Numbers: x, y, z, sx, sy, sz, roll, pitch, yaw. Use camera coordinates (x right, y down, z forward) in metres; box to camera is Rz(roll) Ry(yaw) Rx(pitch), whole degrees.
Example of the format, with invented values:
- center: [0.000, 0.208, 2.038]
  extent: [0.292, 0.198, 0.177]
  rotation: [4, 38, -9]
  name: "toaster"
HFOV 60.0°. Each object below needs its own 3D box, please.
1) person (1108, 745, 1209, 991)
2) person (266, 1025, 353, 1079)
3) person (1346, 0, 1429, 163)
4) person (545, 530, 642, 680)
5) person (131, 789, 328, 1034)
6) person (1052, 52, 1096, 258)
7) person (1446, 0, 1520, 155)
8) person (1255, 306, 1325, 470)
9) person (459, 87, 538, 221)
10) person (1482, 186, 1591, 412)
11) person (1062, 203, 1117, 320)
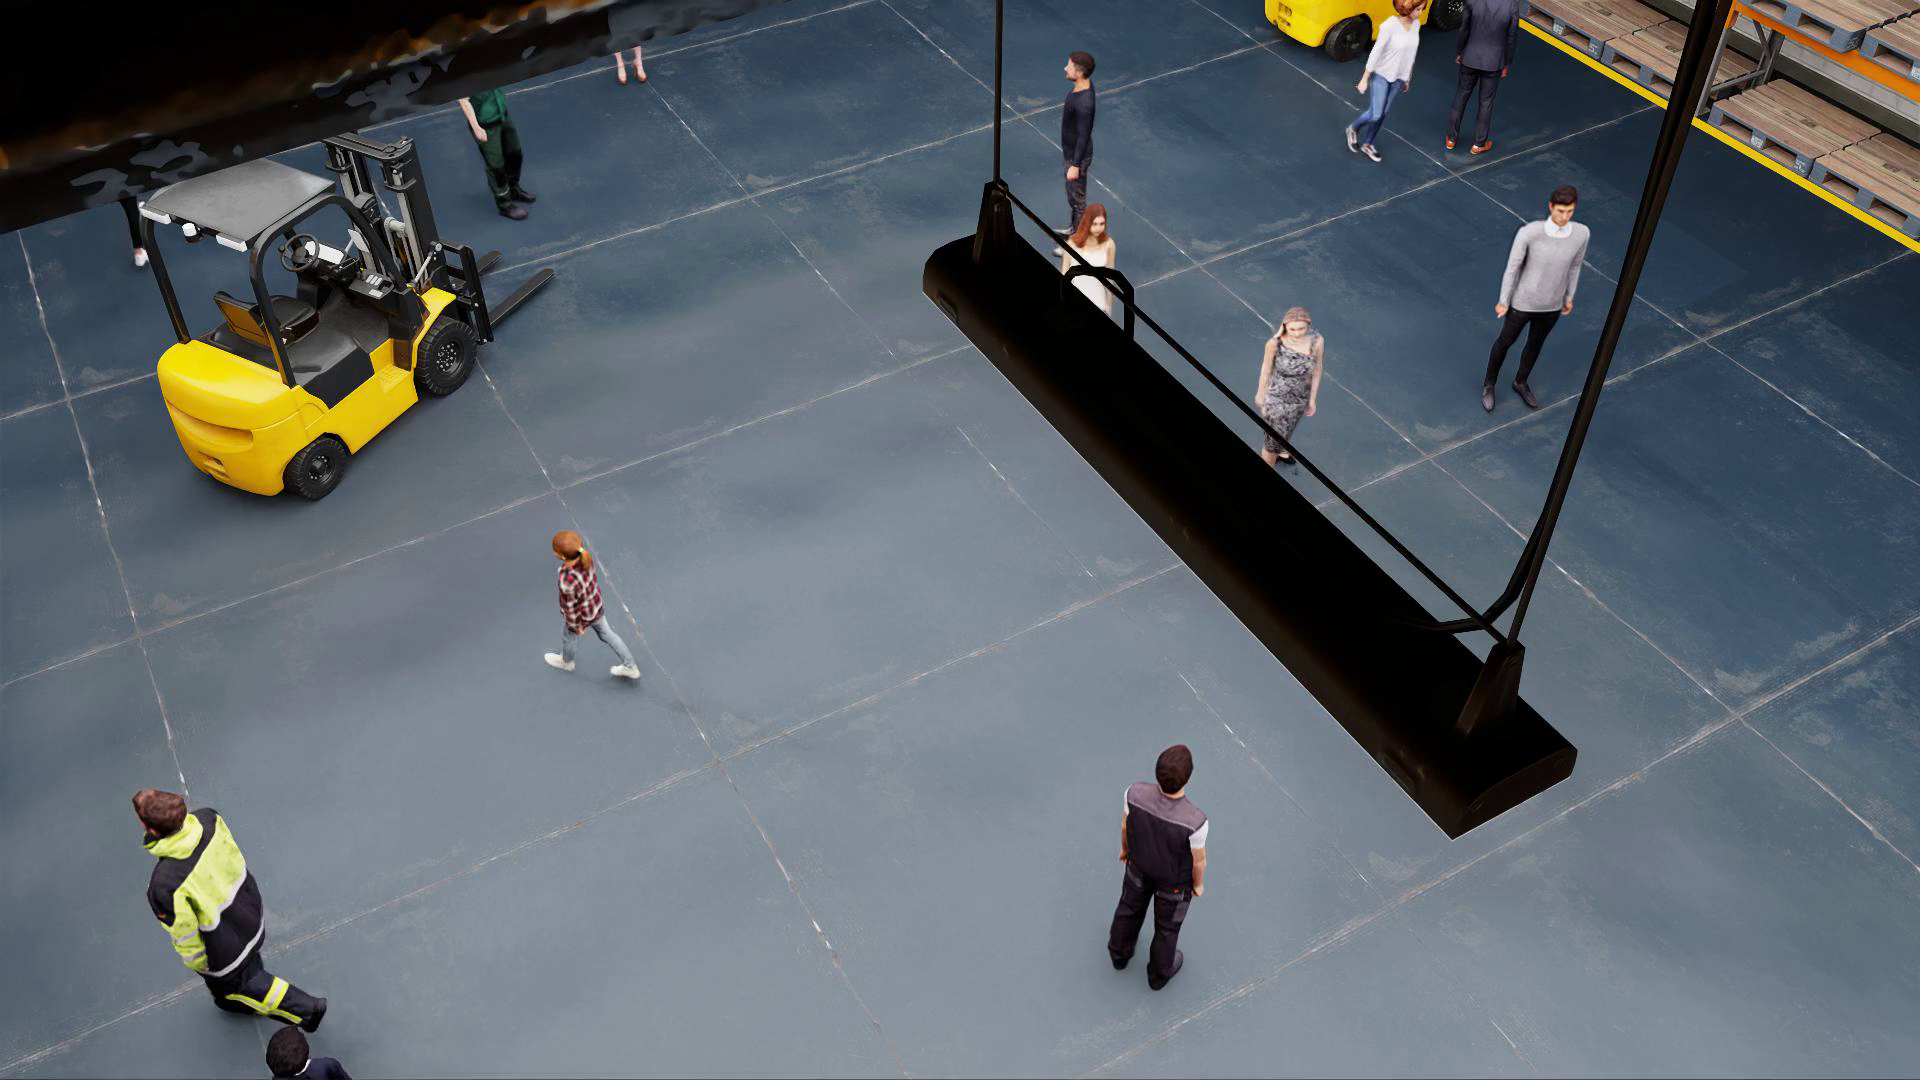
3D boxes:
- center: [1.077, 1.761, 8.950]
  extent: [0.688, 1.843, 0.804]
  rotation: [25, 49, 24]
  name: "person"
- center: [-3.165, 2.865, 8.258]
  extent: [0.538, 1.199, 0.849]
  rotation: [-18, 47, -18]
  name: "person"
- center: [3.939, -4.385, 15.510]
  extent: [0.705, 1.692, 0.686]
  rotation: [-15, 46, -15]
  name: "person"
- center: [-2.370, 0.449, 10.739]
  extent: [0.976, 1.276, 0.866]
  rotation: [15, 46, 15]
  name: "person"
- center: [-3.798, 1.968, 8.644]
  extent: [1.158, 1.965, 1.131]
  rotation: [5, 44, 5]
  name: "person"
- center: [1.012, -3.308, 14.252]
  extent: [0.776, 1.870, 0.665]
  rotation: [1, 44, 1]
  name: "person"
- center: [4.880, -4.471, 15.506]
  extent: [0.704, 1.824, 0.837]
  rotation: [24, 48, 23]
  name: "person"
- center: [2.360, -1.065, 12.043]
  extent: [0.800, 1.669, 0.944]
  rotation: [-7, 44, -7]
  name: "person"
- center: [-4.217, -3.745, 14.692]
  extent: [0.904, 1.894, 0.860]
  rotation: [13, 45, 13]
  name: "person"
- center: [4.401, -1.860, 12.694]
  extent: [0.832, 1.921, 0.795]
  rotation: [-2, 44, -3]
  name: "person"
- center: [0.955, -1.938, 12.937]
  extent: [0.702, 1.699, 0.763]
  rotation: [-1, 44, -1]
  name: "person"
